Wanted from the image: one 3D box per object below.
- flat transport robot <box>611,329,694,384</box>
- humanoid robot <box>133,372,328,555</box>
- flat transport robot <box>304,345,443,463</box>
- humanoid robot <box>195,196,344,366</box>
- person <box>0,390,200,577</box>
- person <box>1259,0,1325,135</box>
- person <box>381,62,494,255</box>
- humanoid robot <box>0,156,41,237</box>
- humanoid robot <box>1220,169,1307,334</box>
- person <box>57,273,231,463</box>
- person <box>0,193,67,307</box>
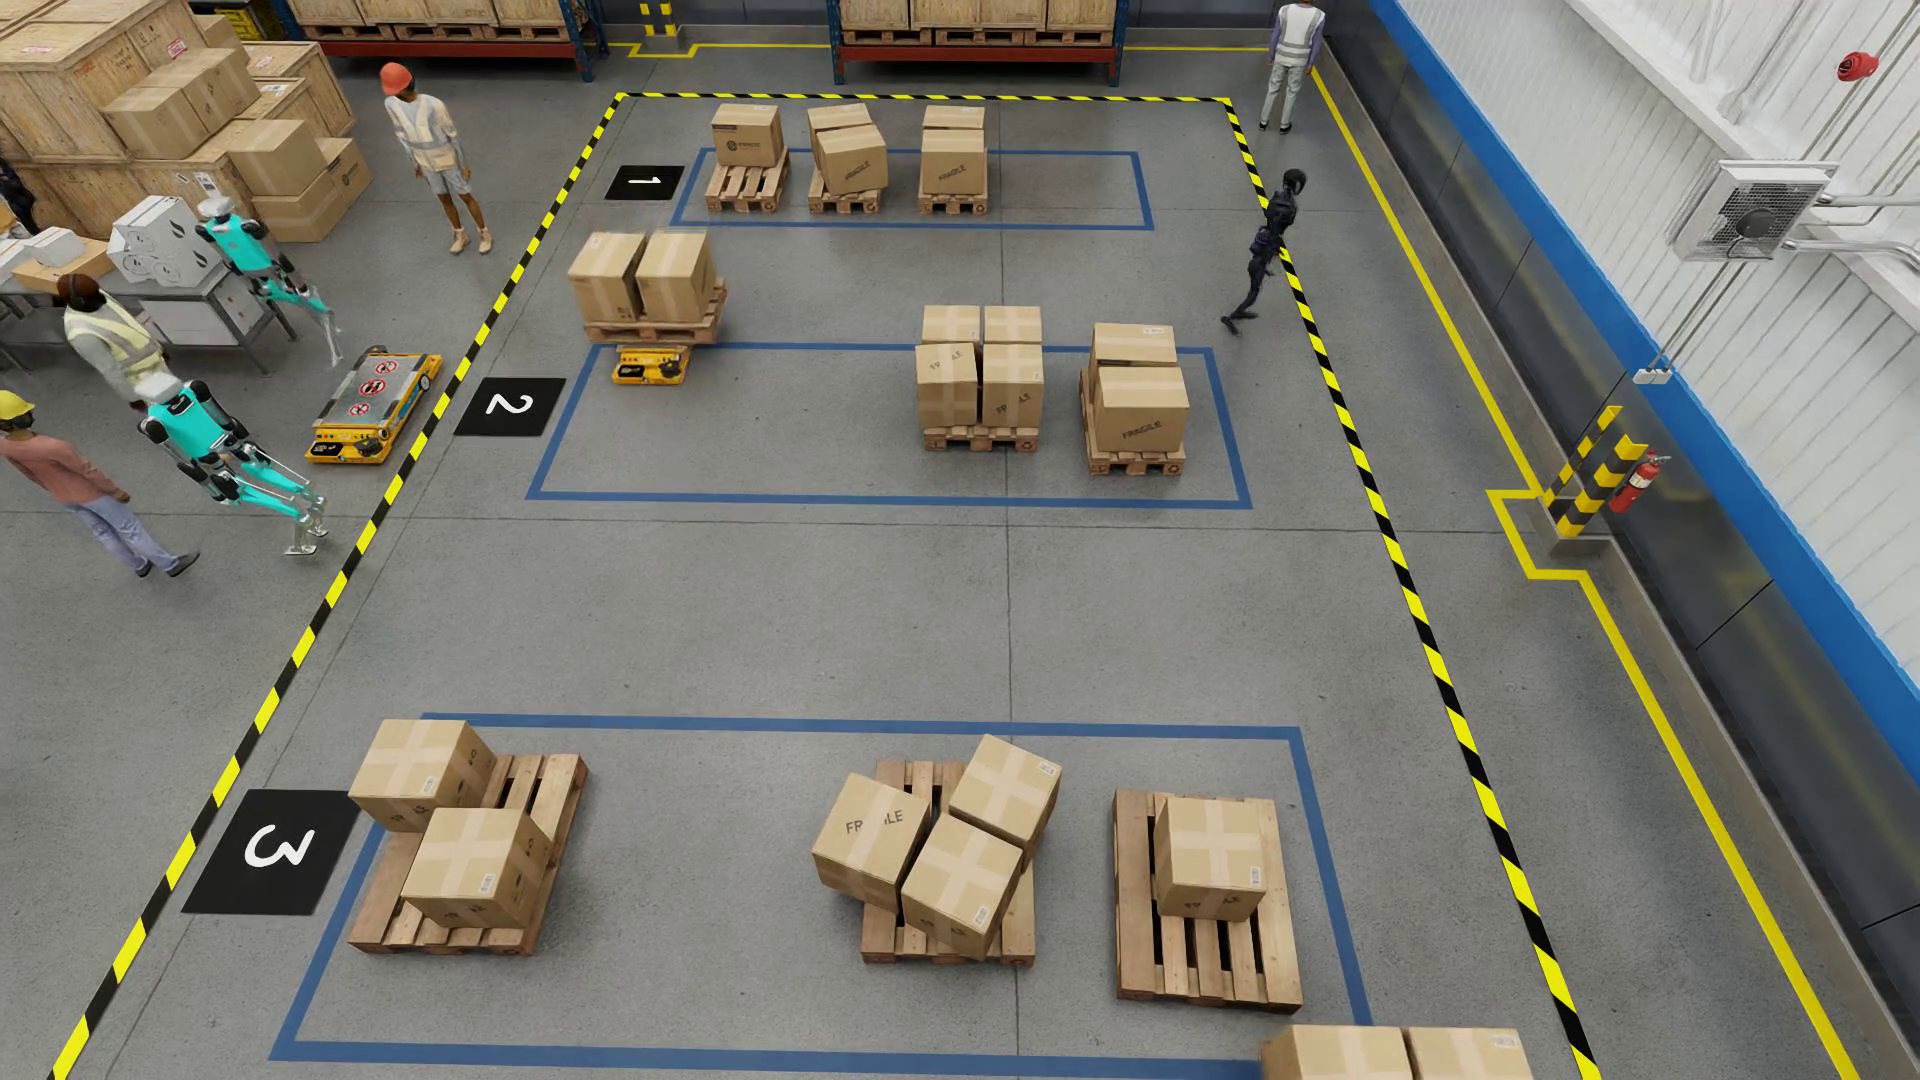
[{"bbox_3d":[-2.963,-2.086,9.114,0.652,0.197,1.431,1,50,1],"label":"flat transport robot"},{"bbox_3d":[-5.177,-0.499,6.739,0.735,1.677,0.533,8,50,7],"label":"humanoid robot"},{"bbox_3d":[-5.383,-1.269,8.441,0.659,0.231,1.431,1,50,1],"label":"flat transport robot"},{"bbox_3d":[-6.259,-2.471,8.558,0.543,1.842,0.818,-2,50,-1],"label":"humanoid robot"},{"bbox_3d":[-6.379,-0.362,6.697,0.523,1.760,0.323,3,50,2],"label":"person"},{"bbox_3d":[4.143,-6.022,11.434,0.598,1.836,0.404,20,53,16],"label":"person"},{"bbox_3d":[-5.429,-3.917,9.529,0.607,2.030,0.406,2,50,1],"label":"person"},{"bbox_3d":[-9.962,-3.550,9.461,0.705,1.636,0.600,2,50,1],"label":"humanoid robot"},{"bbox_3d":[2.896,-2.758,8.783,0.410,1.646,0.586,21,53,17],"label":"humanoid robot"},{"bbox_3d":[-6.794,-1.414,7.553,0.534,1.817,0.825,-16,52,-13],"label":"person"},{"bbox_3d":[-9.358,-3.055,8.861,0.374,1.932,0.550,-6,50,-5],"label":"person"}]
